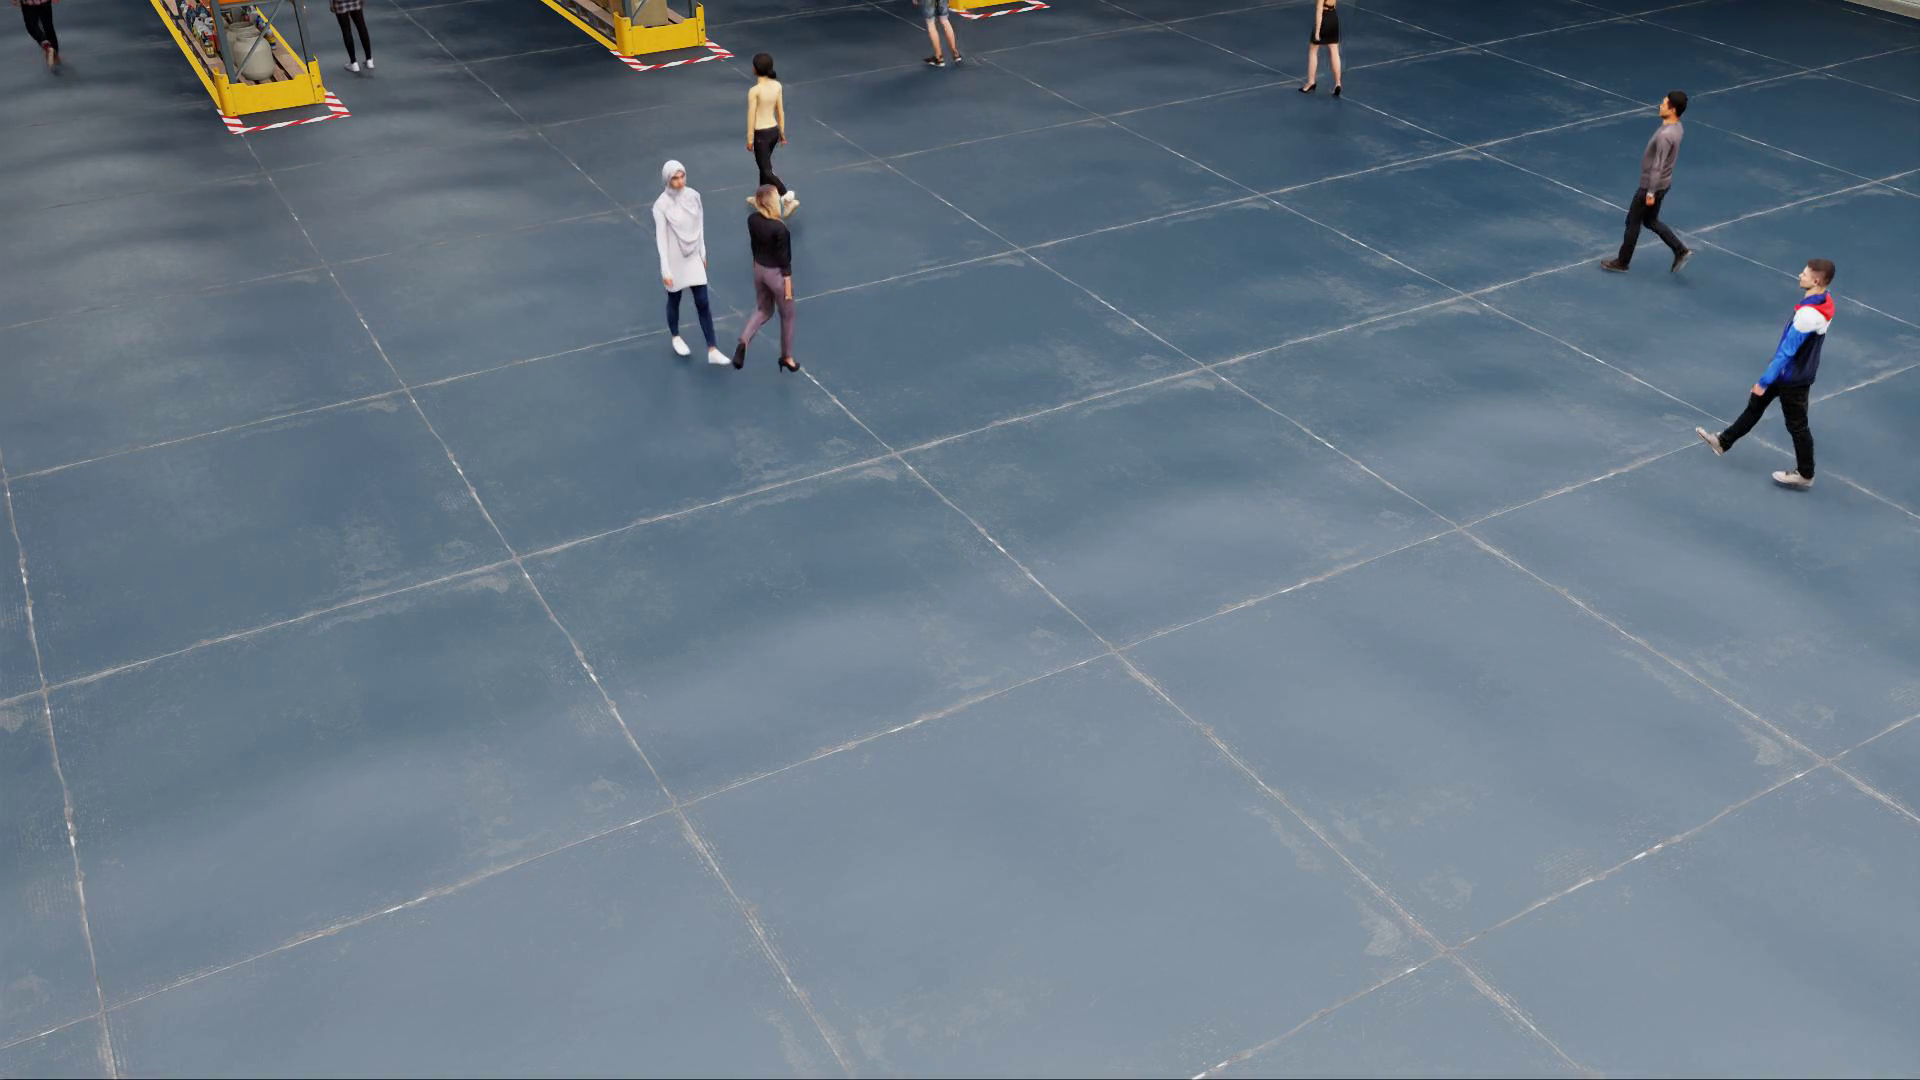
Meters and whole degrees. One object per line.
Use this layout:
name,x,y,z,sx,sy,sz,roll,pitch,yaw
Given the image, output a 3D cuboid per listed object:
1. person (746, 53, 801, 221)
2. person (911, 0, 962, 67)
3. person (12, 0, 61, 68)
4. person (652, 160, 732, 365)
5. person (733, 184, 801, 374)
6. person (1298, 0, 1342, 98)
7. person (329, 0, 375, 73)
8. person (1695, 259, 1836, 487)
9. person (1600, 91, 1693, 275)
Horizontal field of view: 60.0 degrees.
person,-1.898,-4.023,16.661,1.130,1.634,0.837,24,40,33
person,-0.277,-6.940,21.121,0.795,1.810,0.682,-13,34,-19
person,-11.761,-6.906,21.126,0.789,1.746,0.960,-24,39,-32
person,-2.365,-2.327,13.871,0.736,1.743,1.025,-23,39,-32
person,-1.591,-2.064,13.536,0.886,1.654,0.835,26,41,35
person,4.466,-6.149,20.045,0.660,1.621,0.813,-23,39,-32
person,-7.749,-6.842,21.000,0.652,1.772,0.573,-24,39,-33
person,6.132,-1.169,12.064,1.236,1.712,0.980,21,38,29
person,6.483,-3.250,15.326,1.120,1.751,0.919,25,40,34
